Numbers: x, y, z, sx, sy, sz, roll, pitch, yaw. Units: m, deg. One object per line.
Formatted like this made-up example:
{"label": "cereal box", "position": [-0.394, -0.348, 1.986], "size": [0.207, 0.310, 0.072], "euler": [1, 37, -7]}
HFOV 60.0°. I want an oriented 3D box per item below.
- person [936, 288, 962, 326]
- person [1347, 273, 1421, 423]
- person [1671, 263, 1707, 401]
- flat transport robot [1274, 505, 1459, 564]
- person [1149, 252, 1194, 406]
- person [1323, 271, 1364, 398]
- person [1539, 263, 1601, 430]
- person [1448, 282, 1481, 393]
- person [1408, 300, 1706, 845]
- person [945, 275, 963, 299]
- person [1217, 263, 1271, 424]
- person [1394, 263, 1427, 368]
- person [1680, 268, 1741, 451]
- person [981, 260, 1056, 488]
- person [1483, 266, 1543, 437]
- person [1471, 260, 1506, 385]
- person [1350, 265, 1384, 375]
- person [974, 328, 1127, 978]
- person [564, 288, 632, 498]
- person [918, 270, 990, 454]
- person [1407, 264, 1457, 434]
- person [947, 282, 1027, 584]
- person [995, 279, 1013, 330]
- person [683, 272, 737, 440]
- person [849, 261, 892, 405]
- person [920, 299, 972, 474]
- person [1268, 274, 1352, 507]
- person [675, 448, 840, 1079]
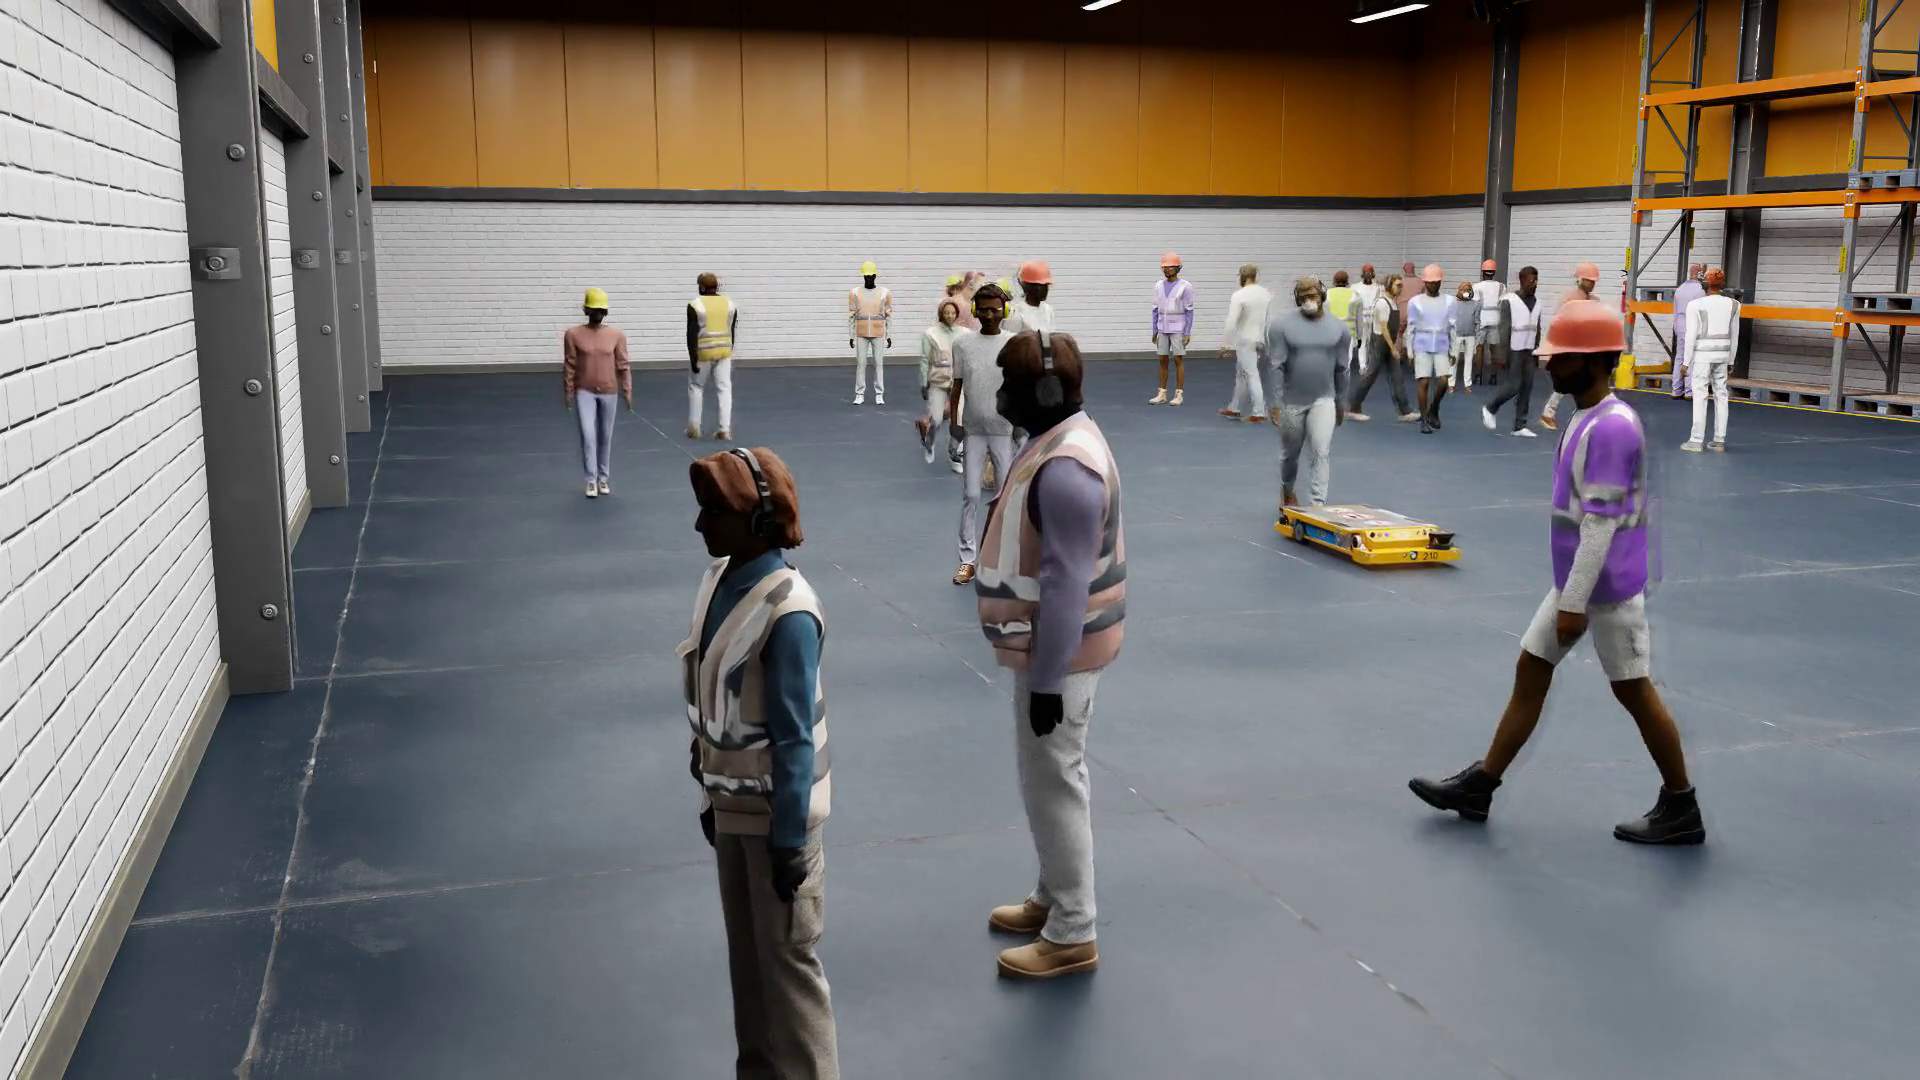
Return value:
{"label": "person", "position": [-0.108, -3.126, 25.307], "size": [0.526, 1.606, 0.502], "euler": [-4, 10, -21]}
{"label": "person", "position": [5.116, -2.296, 20.001], "size": [0.956, 1.801, 0.512], "euler": [7, 12, 37]}
{"label": "person", "position": [10.135, -2.868, 22.984], "size": [0.403, 1.904, 0.652], "euler": [-2, 10, -9]}
{"label": "flat transport robot", "position": [2.766, -0.059, 11.442], "size": [0.652, 0.197, 1.431], "euler": [-2, 10, -14]}
{"label": "person", "position": [2.822, -2.815, 22.269], "size": [0.609, 2.044, 0.393], "euler": [8, 13, 40]}
{"label": "person", "position": [5.316, -2.867, 23.279], "size": [0.634, 1.801, 0.964], "euler": [3, 10, 16]}
{"label": "person", "position": [7.004, -2.177, 18.903], "size": [0.614, 1.938, 1.068], "euler": [-6, 11, -30]}
{"label": "person", "position": [7.365, -2.965, 24.355], "size": [0.494, 1.624, 0.279], "euler": [0, 10, 1]}
{"label": "person", "position": [2.146, 0.124, 5.746], "size": [1.011, 1.881, 0.567], "euler": [1, 10, 7]}
{"label": "person", "position": [0.018, -3.004, 24.269], "size": [0.838, 1.731, 0.525], "euler": [6, 12, 33]}
{"label": "person", "position": [3.359, -2.352, 19.982], "size": [0.653, 1.902, 0.904], "euler": [-9, 14, -43]}
{"label": "person", "position": [8.017, -4.026, 29.847], "size": [0.702, 1.851, 0.972], "euler": [1, 10, 6]}
{"label": "person", "position": [7.716, -1.847, 17.133], "size": [0.575, 1.882, 0.359], "euler": [-1, 10, -6]}
{"label": "person", "position": [0.554, -1.339, 13.910], "size": [1.012, 1.997, 0.614], "euler": [6, 11, 30]}
{"label": "person", "position": [6.214, -2.105, 18.591], "size": [0.591, 1.901, 0.563], "euler": [-5, 11, -29]}
{"label": "person", "position": [8.142, -3.361, 25.742], "size": [0.551, 1.935, 0.371], "euler": [-1, 10, -5]}
{"label": "person", "position": [6.835, -3.686, 27.935], "size": [0.598, 1.832, 0.980], "euler": [1, 10, 3]}
{"label": "person", "position": [0.256, 0.314, 4.762], "size": [0.428, 1.837, 0.633], "euler": [0, 10, 1]}
{"label": "person", "position": [-3.006, -1.214, 13.859], "size": [0.543, 1.732, 0.798], "euler": [-3, 10, -19]}
{"label": "person", "position": [-0.016, -1.806, 16.934], "size": [0.688, 1.874, 0.687], "euler": [3, 10, 17]}
{"label": "person", "position": [5.336, -2.158, 18.826], "size": [0.554, 1.918, 0.424], "euler": [1, 10, 6]}
{"label": "person", "position": [0.174, -0.649, 10.257], "size": [0.507, 1.865, 0.329], "euler": [0, 10, 2]}
{"label": "person", "position": [0.453, -2.371, 20.650], "size": [0.628, 1.726, 0.493], "euler": [7, 12, 37]}
{"label": "person", "position": [-2.775, -2.021, 18.307], "size": [0.621, 1.820, 0.760], "euler": [-7, 12, -34]}
{"label": "person", "position": [-1.205, -2.780, 22.406], "size": [0.590, 1.926, 0.388], "euler": [0, 10, 1]}
{"label": "person", "position": [-0.120, -1.447, 15.573], "size": [0.537, 1.622, 0.636], "euler": [-2, 10, -14]}
{"label": "person", "position": [2.606, -1.050, 12.510], "size": [0.619, 1.902, 0.964], "euler": [1, 10, 5]}
{"label": "person", "position": [-0.440, 0.606, 3.670], "size": [0.314, 1.630, 0.509], "euler": [-5, 11, -26]}
